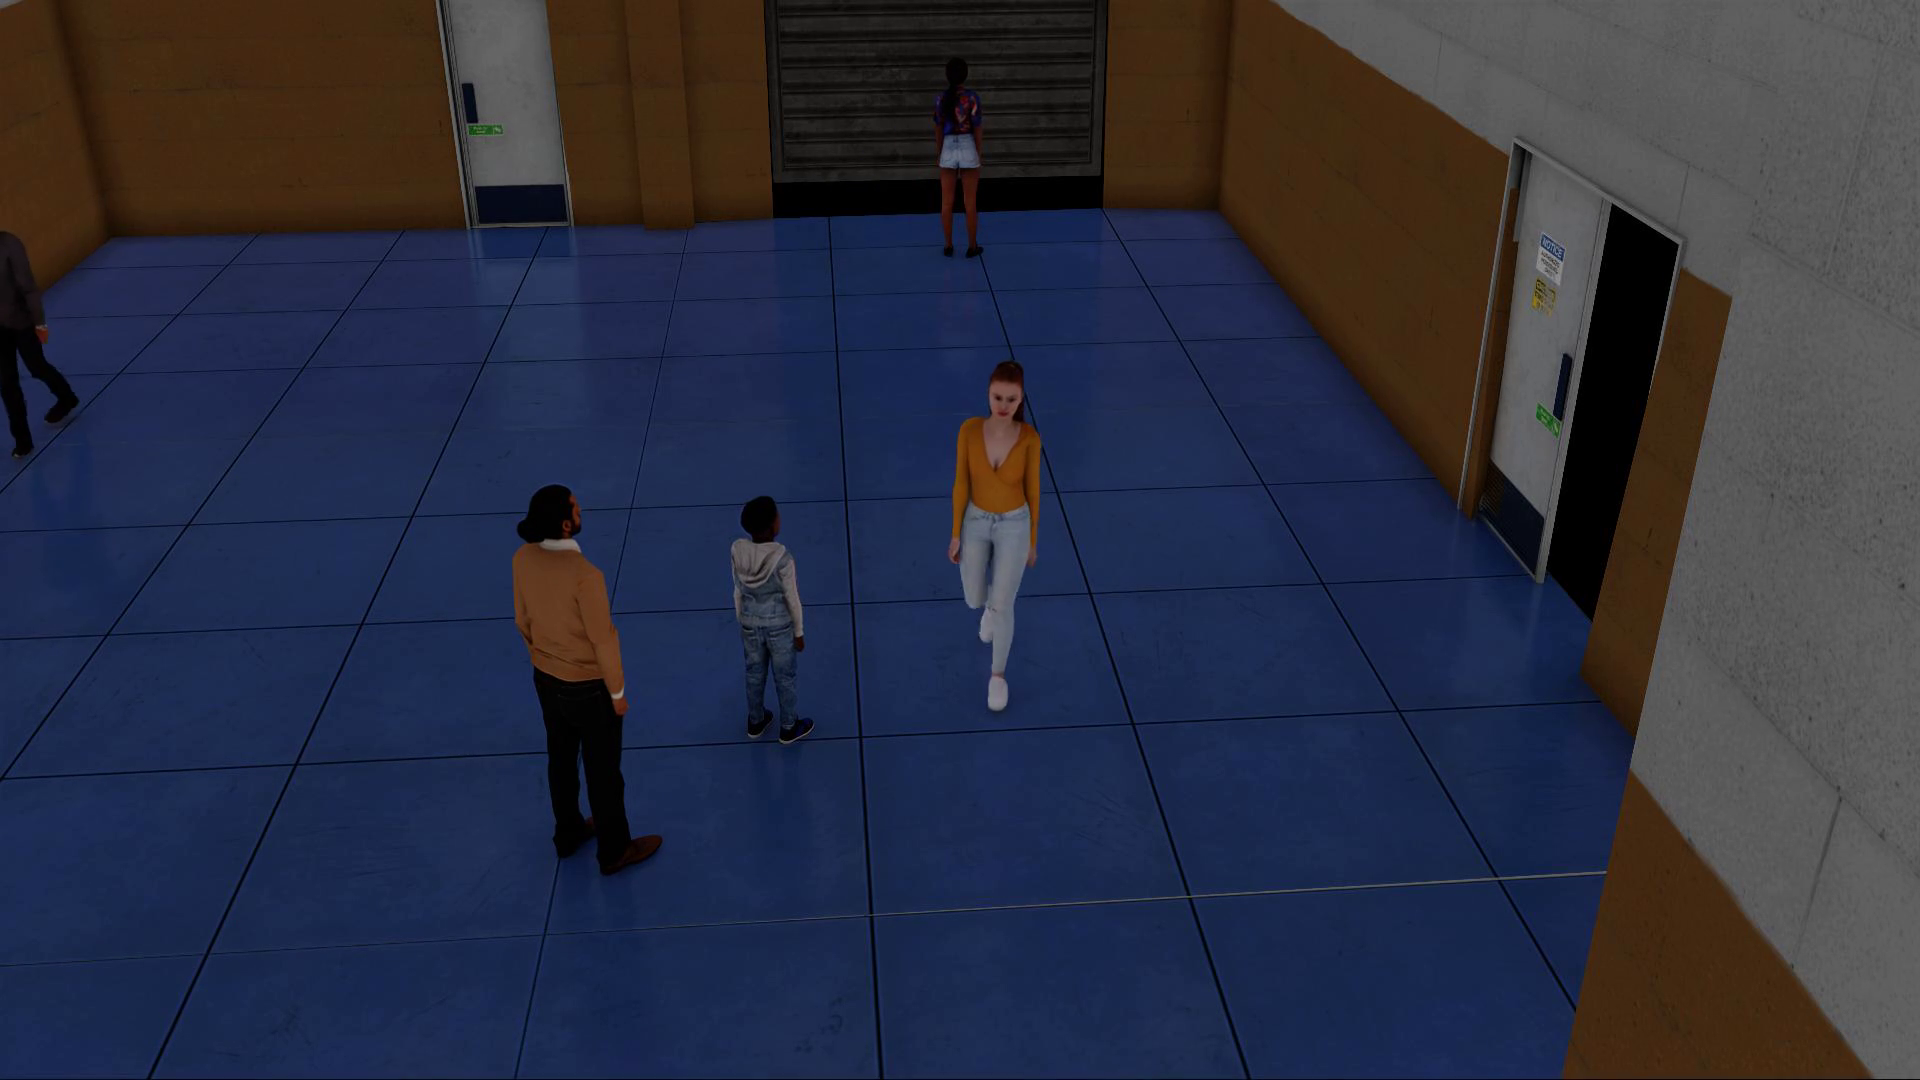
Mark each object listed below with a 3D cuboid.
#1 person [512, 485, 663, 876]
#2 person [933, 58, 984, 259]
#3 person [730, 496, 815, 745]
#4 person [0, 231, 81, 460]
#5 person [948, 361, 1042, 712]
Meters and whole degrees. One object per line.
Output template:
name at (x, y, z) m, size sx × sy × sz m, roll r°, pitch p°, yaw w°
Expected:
person at (-1.579, 0.578, 6.838) m, size 0.732 × 1.754 × 0.817 m, roll 16°, pitch 31°, yaw 29°
person at (-0.013, -3.348, 14.601) m, size 0.563 × 1.741 × 0.709 m, roll 6°, pitch 28°, yaw 12°
person at (-0.905, 0.373, 7.795) m, size 0.532 × 1.260 × 0.618 m, roll 10°, pitch 29°, yaw 19°
person at (-6.170, -1.455, 10.885) m, size 1.059 × 1.726 × 0.772 m, roll -14°, pitch 30°, yaw -26°
person at (0.179, -0.057, 8.122) m, size 0.961 × 1.733 × 0.803 m, roll 4°, pitch 27°, yaw 8°
